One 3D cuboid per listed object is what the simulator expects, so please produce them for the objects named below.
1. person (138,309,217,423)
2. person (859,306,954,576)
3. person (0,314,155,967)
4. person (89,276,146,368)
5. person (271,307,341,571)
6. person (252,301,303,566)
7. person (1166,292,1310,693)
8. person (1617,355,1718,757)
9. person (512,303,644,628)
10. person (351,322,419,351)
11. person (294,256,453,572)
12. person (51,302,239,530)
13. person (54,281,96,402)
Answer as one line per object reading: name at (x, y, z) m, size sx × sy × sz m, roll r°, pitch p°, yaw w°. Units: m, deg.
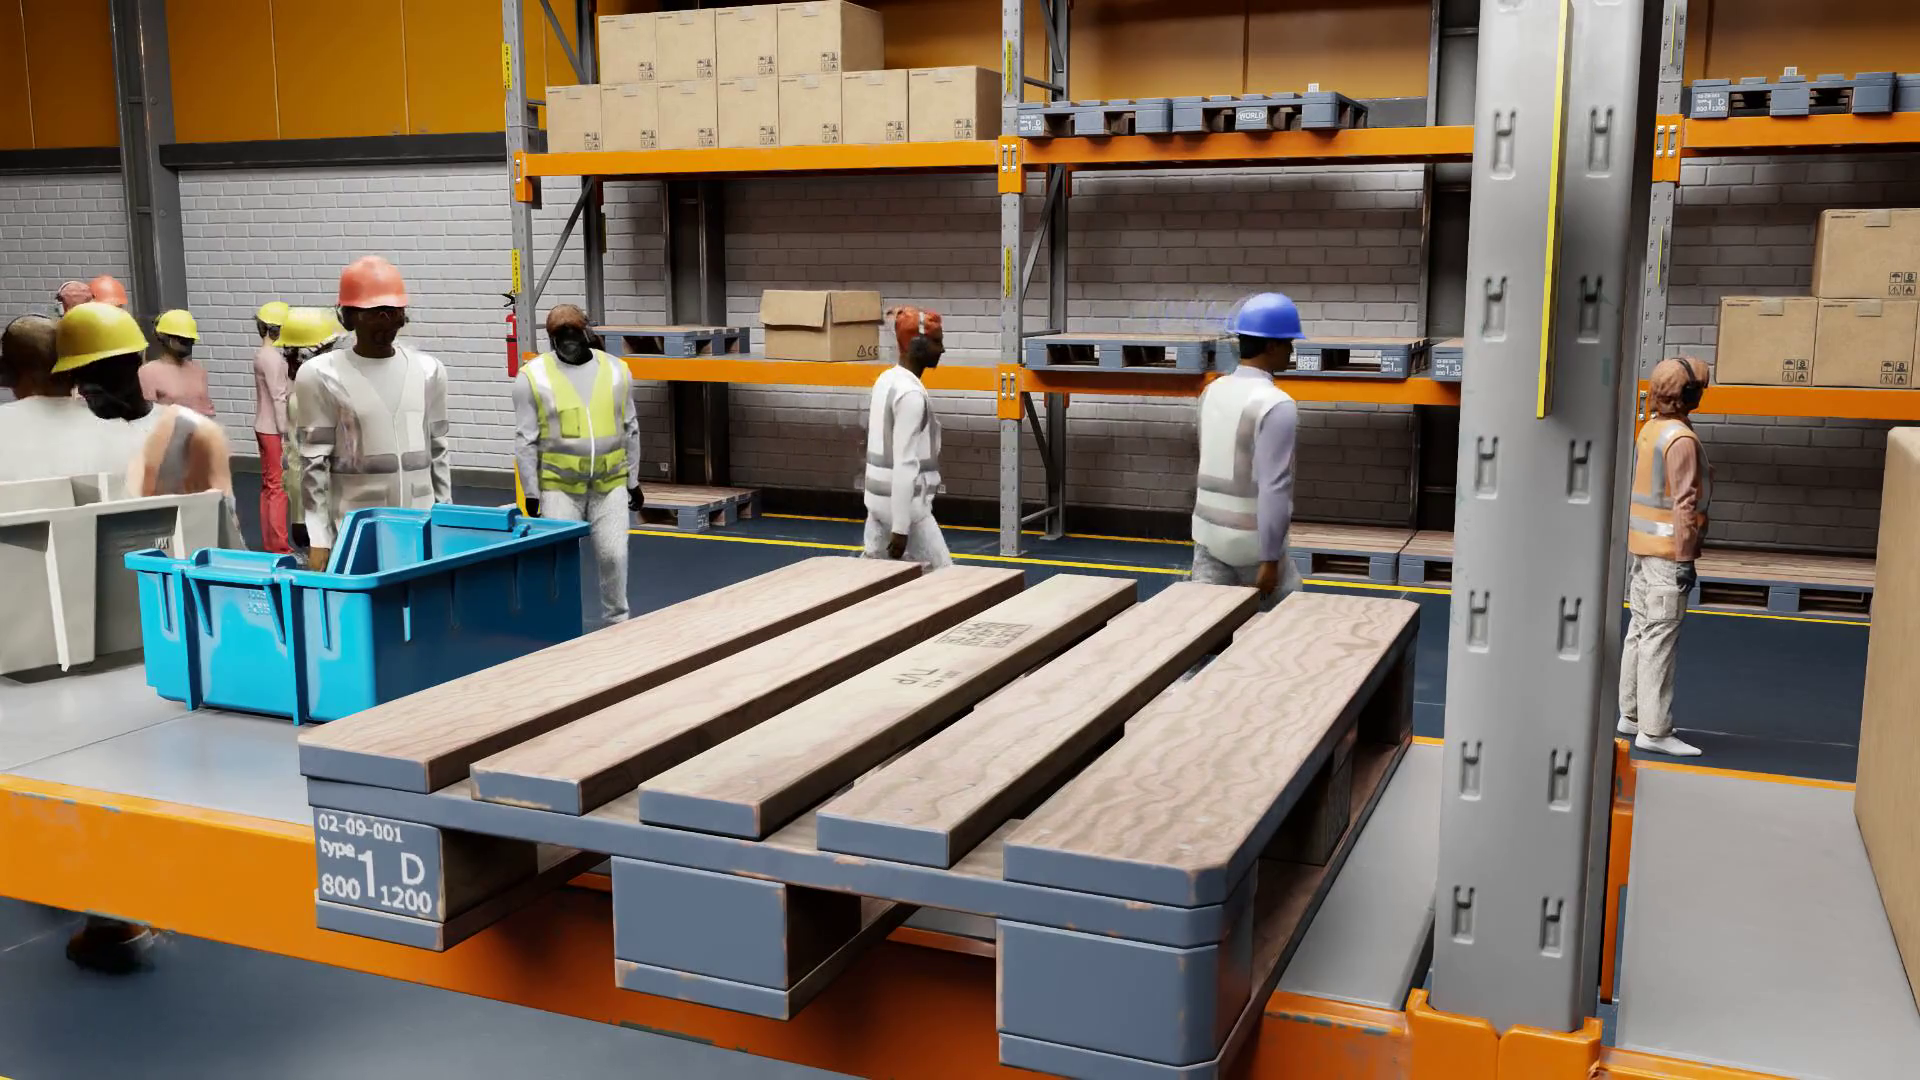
person at (-4.849, -0.552, 10.256) m, size 0.599 × 1.735 × 0.545 m, roll 4°, pitch 10°, yaw 21°
person at (-0.311, -0.151, 7.609) m, size 1.001 × 1.841 × 0.564 m, roll -3°, pitch 10°, yaw -19°
person at (-2.683, 0.278, 4.944) m, size 1.033 × 1.880 × 0.710 m, roll 9°, pitch 13°, yaw 42°
person at (-5.698, -0.807, 11.221) m, size 0.378 × 1.932 × 0.551 m, roll 6°, pitch 11°, yaw 33°
person at (-2.989, -0.196, 7.915) m, size 0.459 × 1.812 × 0.613 m, roll 1°, pitch 10°, yaw 5°
person at (-4.549, -0.705, 11.127) m, size 0.320 × 1.766 × 0.523 m, roll -6°, pitch 11°, yaw -33°
person at (1.203, -0.016, 6.578) m, size 0.978 × 1.894 × 0.627 m, roll -4°, pitch 10°, yaw -24°
person at (2.926, 0.061, 6.892) m, size 0.305 × 1.645 × 0.522 m, roll 1°, pitch 10°, yaw 6°
person at (-1.917, -0.280, 8.413) m, size 0.637 × 1.829 × 0.430 m, roll -5°, pitch 11°, yaw -28°
person at (-3.813, -0.721, 11.073) m, size 0.501 × 1.820 × 0.932 m, roll 0°, pitch 9°, yaw 1°
person at (-2.226, -0.066, 6.459) m, size 0.378 × 2.041 × 0.616 m, roll 9°, pitch 13°, yaw 44°
person at (-2.524, 0.232, 5.134) m, size 0.610 × 1.897 × 0.413 m, roll 1°, pitch 10°, yaw 8°
person at (-5.494, -0.667, 10.476) m, size 0.401 × 1.904 × 0.651 m, roll 6°, pitch 11°, yaw 30°
